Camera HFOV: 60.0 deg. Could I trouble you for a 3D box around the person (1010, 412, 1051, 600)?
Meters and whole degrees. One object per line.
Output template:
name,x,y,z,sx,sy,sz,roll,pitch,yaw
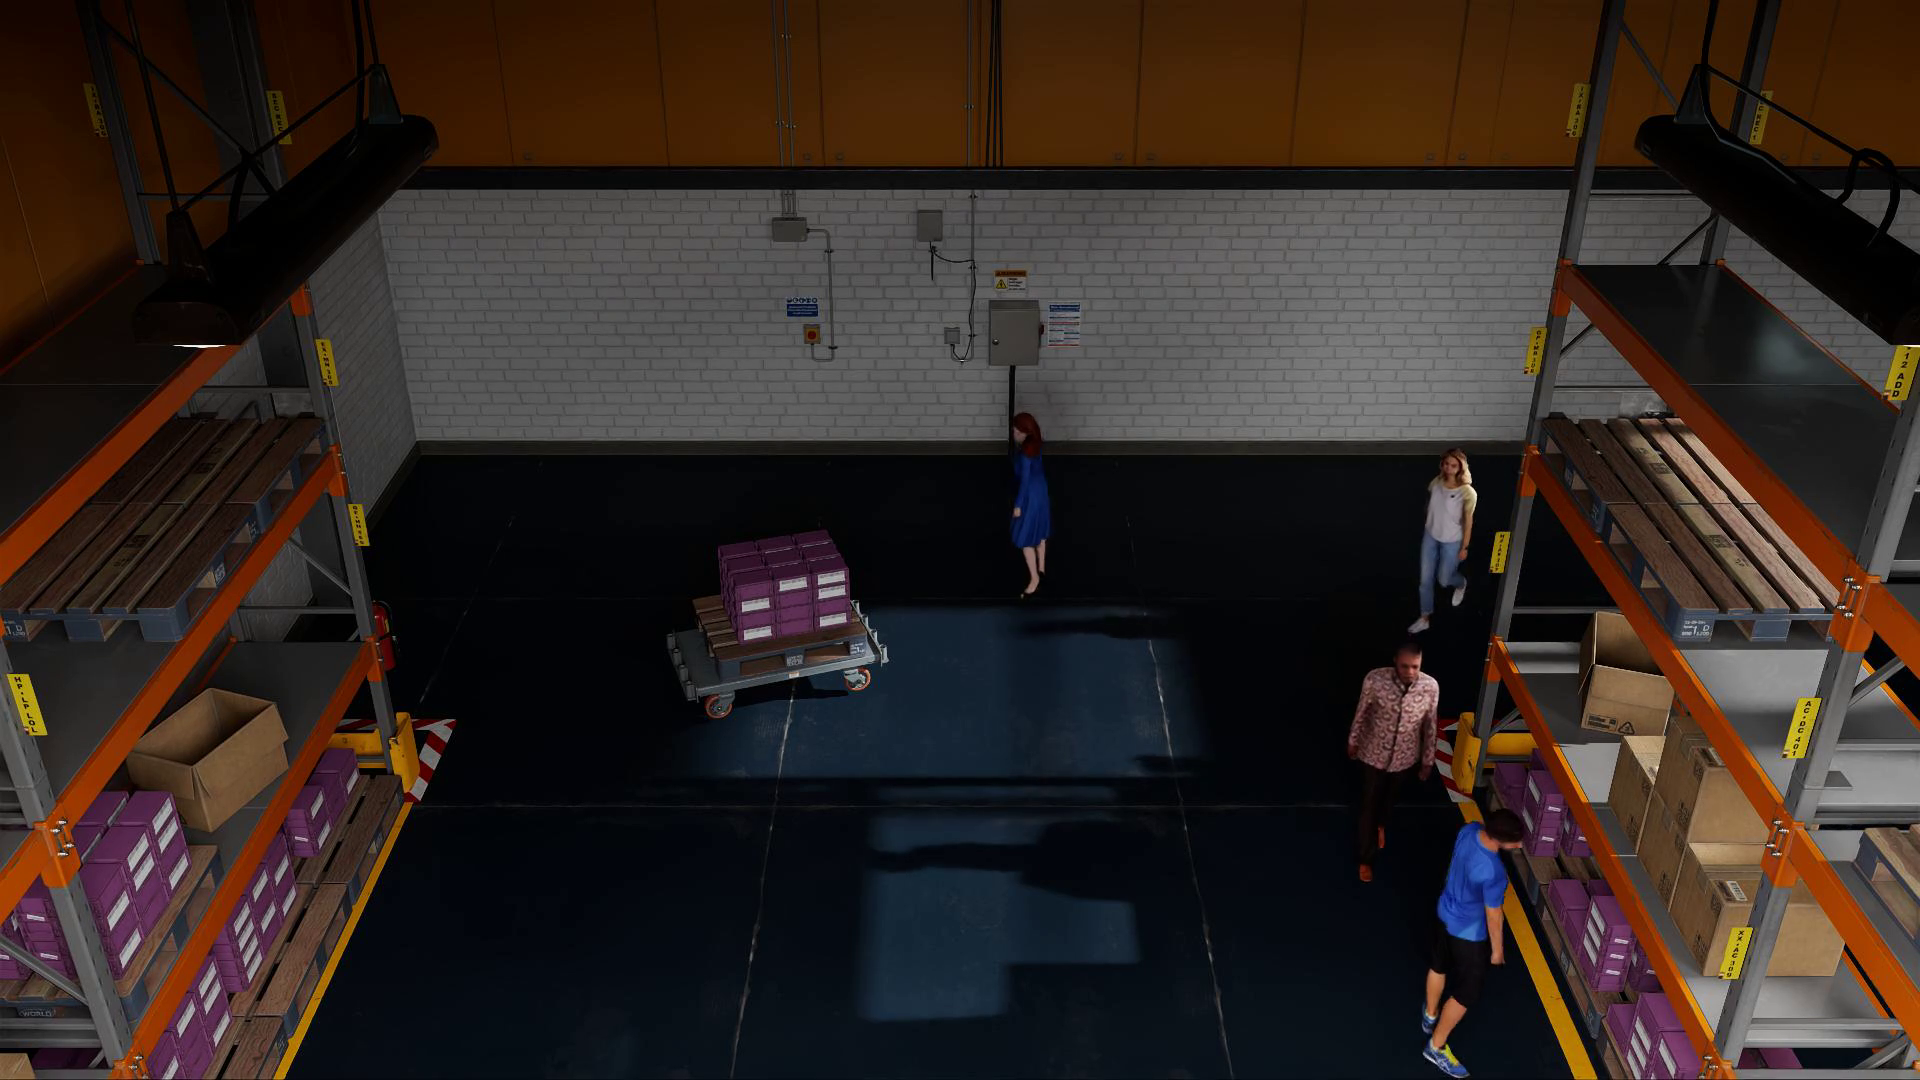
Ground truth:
person,0.671,-0.362,14.627,0.851,1.801,0.643,15,32,26

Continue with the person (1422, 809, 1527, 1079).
person,2.935,2.235,9.828,0.962,1.836,0.667,-15,32,-25

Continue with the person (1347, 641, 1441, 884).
person,2.952,1.404,11.426,0.778,1.765,1.134,3,29,6

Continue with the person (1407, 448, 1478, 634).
person,4.155,-0.012,14.085,1.032,1.706,0.998,-21,35,-33
